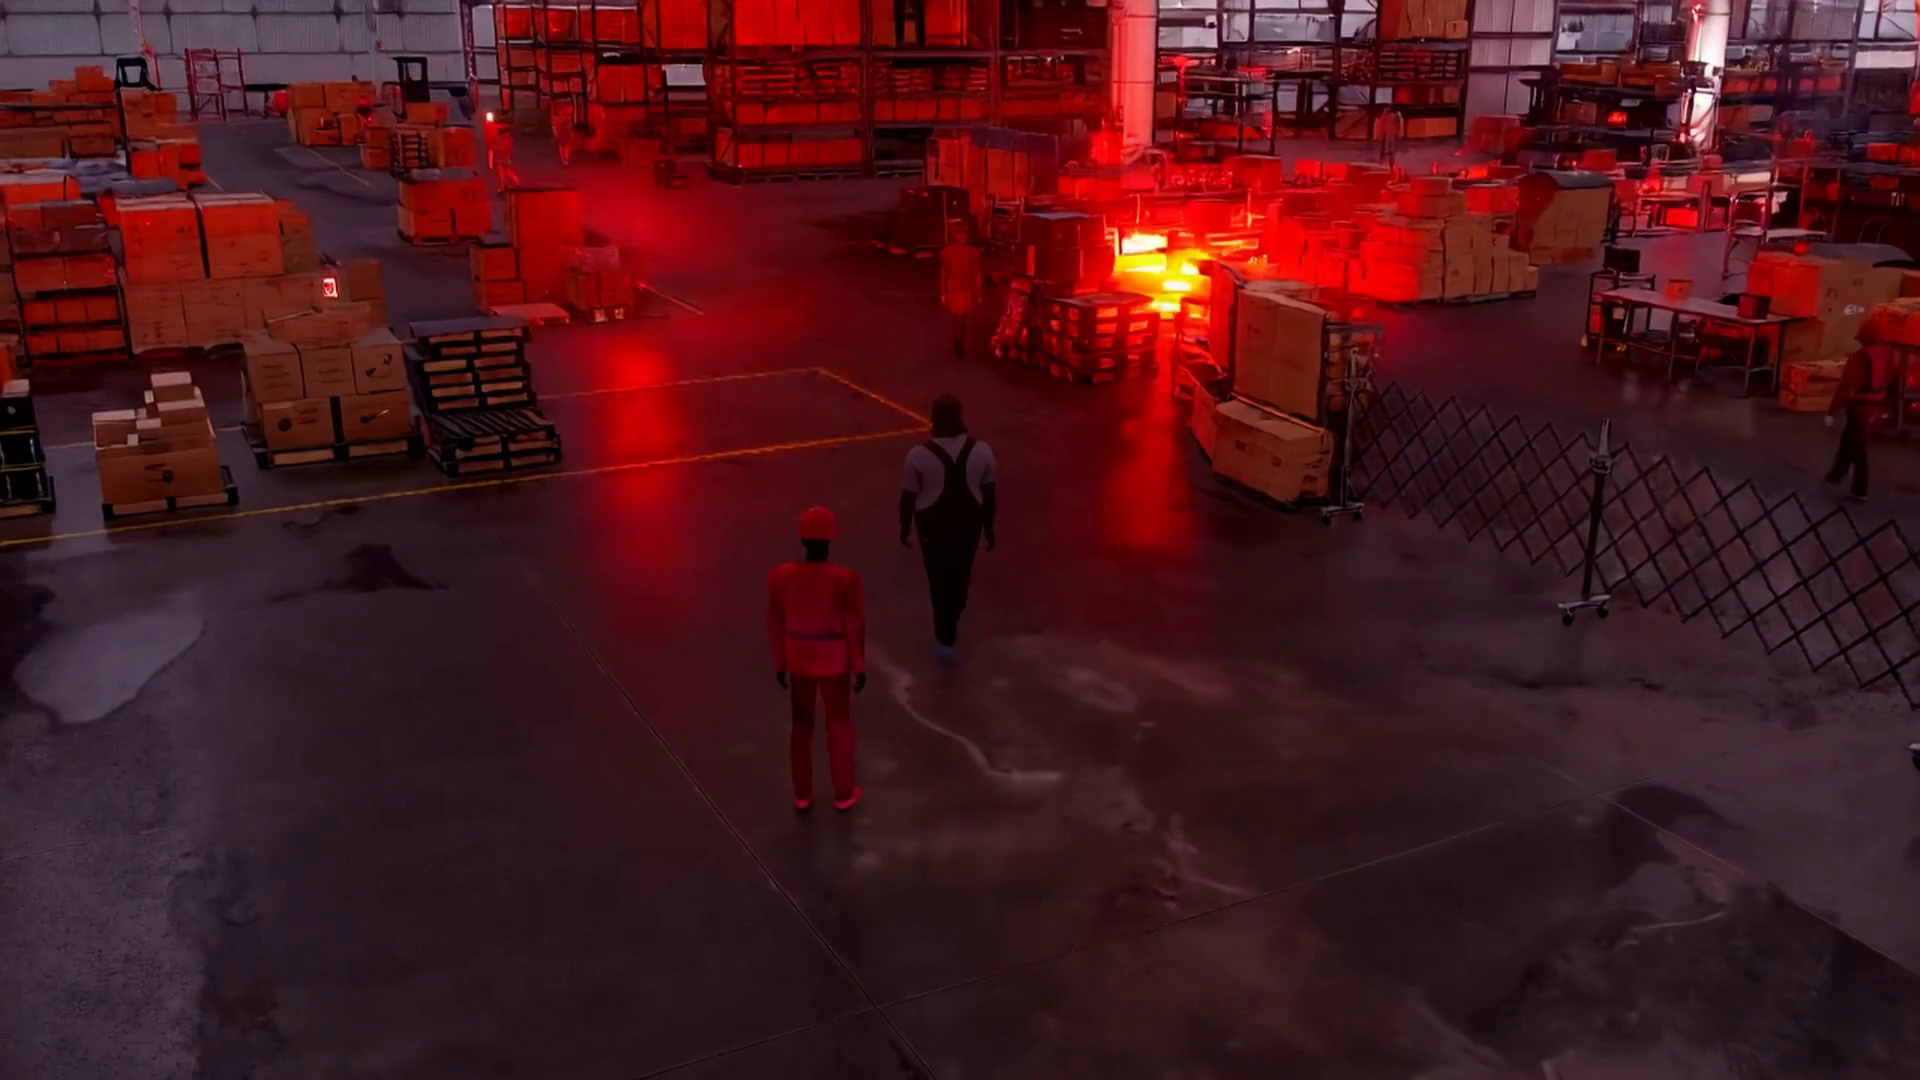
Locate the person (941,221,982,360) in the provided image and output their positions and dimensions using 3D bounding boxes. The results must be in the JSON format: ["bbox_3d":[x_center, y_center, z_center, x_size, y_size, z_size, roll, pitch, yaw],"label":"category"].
[{"bbox_3d":[0.031,-3.533,23.430,0.556,1.899,0.910,3,18,9],"label":"person"}]

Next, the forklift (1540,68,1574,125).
[{"bbox_3d":[19.428,-14.091,54.763,1.873,2.768,1.129,-9,20,-26],"label":"forklift"}]

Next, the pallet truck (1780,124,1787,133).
[{"bbox_3d":[25.206,-12.542,52.601,1.601,1.201,0.680,0,18,-2],"label":"pallet truck"}]

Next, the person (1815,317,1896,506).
[{"bbox_3d":[8.856,-1.311,16.563,0.613,1.856,0.803,-8,19,-23],"label":"person"}]

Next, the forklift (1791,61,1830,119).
[{"bbox_3d":[31.169,-16.218,61.396,1.873,2.768,1.129,-9,20,-26],"label":"forklift"}]

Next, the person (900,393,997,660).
[{"bbox_3d":[-0.128,-0.177,12.738,0.709,2.000,0.974,-5,18,-14],"label":"person"}]

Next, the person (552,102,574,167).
[{"bbox_3d":[-12.256,-12.531,51.398,0.638,1.949,0.424,-8,19,-23],"label":"person"}]

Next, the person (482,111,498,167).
[{"bbox_3d":[-14.462,-12.372,51.357,0.538,1.674,0.689,-5,19,-16],"label":"person"}]

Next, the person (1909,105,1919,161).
[{"bbox_3d":[30.011,-12.738,52.254,0.626,1.813,0.658,-7,19,-21],"label":"person"}]

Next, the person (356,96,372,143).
[{"bbox_3d":[-19.995,-13.938,55.862,0.441,1.898,0.628,11,21,31],"label":"person"}]

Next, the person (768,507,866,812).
[{"bbox_3d":[-0.854,0.731,10.093,0.587,1.927,0.367,2,18,8],"label":"person"}]

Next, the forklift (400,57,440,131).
[{"bbox_3d":[-21.701,-17.858,66.508,1.129,2.768,1.873,-11,21,-32],"label":"forklift"}]

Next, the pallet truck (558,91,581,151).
[{"bbox_3d":[-13.495,-14.412,57.188,0.823,1.965,1.885,-3,18,-9],"label":"pallet truck"}]

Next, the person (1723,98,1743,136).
[{"bbox_3d":[25.198,-13.460,54.327,0.583,1.926,0.626,-15,23,-39],"label":"person"}]

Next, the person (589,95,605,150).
[{"bbox_3d":[-12.167,-13.967,55.895,0.629,1.940,0.372,11,21,31],"label":"person"}]

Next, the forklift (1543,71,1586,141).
[{"bbox_3d":[18.685,-13.231,52.085,1.873,2.768,1.129,-9,20,-26],"label":"forklift"}]

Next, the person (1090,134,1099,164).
[{"bbox_3d":[3.432,-9.341,41.863,0.318,1.698,0.534,1,18,4],"label":"person"}]

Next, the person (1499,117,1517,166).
[{"bbox_3d":[16.356,-11.740,49.424,0.890,1.647,0.539,-8,19,-23],"label":"person"}]

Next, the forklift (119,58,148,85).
[{"bbox_3d":[-32.344,-17.497,65.384,1.129,2.768,1.873,-9,20,-26],"label":"forklift"}]

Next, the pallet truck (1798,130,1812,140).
[{"bbox_3d":[25.526,-11.556,49.408,1.630,1.274,0.653,-9,20,-26],"label":"pallet truck"}]

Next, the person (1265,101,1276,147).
[{"bbox_3d":[10.973,-14.694,58.666,0.349,1.618,0.526,14,22,36],"label":"person"}]

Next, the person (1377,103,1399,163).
[{"bbox_3d":[13.485,-12.840,52.512,0.644,1.857,0.977,5,18,15],"label":"person"}]

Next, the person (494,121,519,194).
[{"bbox_3d":[-12.052,-10.154,44.084,0.550,1.904,0.712,6,19,19],"label":"person"}]
